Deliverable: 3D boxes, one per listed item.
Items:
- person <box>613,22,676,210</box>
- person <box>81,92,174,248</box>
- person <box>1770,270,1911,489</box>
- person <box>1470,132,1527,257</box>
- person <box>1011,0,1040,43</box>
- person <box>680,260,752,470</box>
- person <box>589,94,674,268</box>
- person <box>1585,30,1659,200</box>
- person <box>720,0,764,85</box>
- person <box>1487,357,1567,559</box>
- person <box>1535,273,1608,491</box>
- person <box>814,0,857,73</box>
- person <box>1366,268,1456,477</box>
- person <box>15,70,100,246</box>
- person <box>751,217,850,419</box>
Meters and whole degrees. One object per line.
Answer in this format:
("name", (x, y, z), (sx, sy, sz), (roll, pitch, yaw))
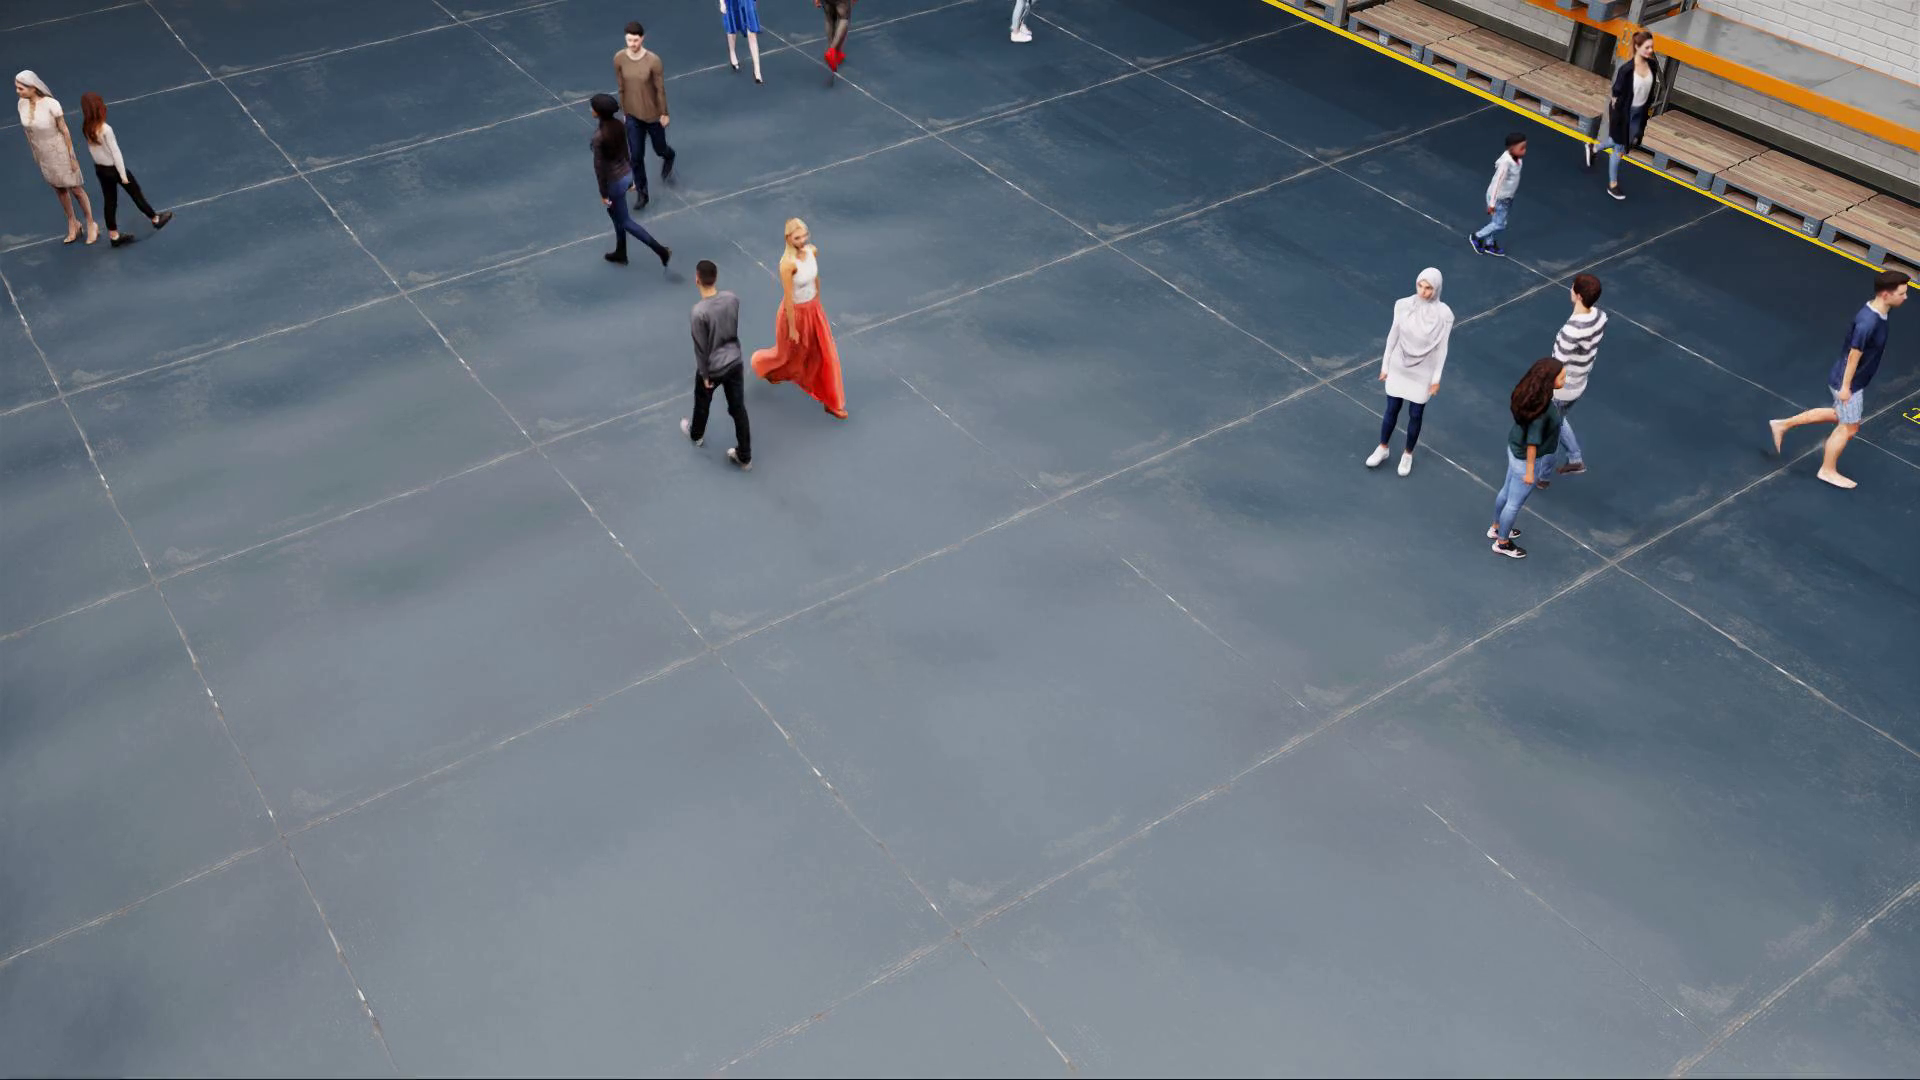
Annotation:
("person", (-3.093, -4.251, 16.430), (1.098, 1.858, 1.180), (6, 39, 7))
("person", (-8.114, -3.471, 15.785), (0.922, 1.444, 0.892), (16, 41, 19))
("person", (6.739, -1.266, 12.718), (1.070, 1.827, 0.816), (26, 45, 29))
("person", (5.060, -3.284, 15.706), (0.643, 1.252, 0.572), (25, 45, 28))
("person", (0.678, -6.702, 19.635), (0.797, 1.689, 0.717), (2, 39, 2))
("person", (-1.795, -1.311, 12.847), (0.658, 1.735, 1.001), (-28, 46, -30))
("person", (-3.055, -3.232, 15.269), (1.159, 1.716, 0.979), (16, 41, 19))
("person", (6.620, -4.293, 16.636), (0.777, 1.668, 1.029), (-13, 40, -15))
("person", (-2.541, -6.105, 18.820), (0.815, 1.774, 1.190), (-14, 41, -17))
("person", (4.102, -0.620, 12.077), (0.768, 1.616, 0.708), (6, 39, 7))
("person", (4.641, -1.122, 12.529), (0.789, 1.839, 0.719), (31, 48, 33))
("person", (-1.458, -6.209, 18.935), (1.013, 1.793, 1.048), (9, 39, 11))
("person", (3.487, -1.303, 12.807), (0.626, 1.775, 0.757), (20, 43, 23))
("person", (-8.556, -3.627, 15.747), (0.685, 1.736, 0.752), (8, 39, 10))
("person", (-1.369, -1.822, 13.463), (1.272, 1.766, 0.929), (22, 43, 25))
